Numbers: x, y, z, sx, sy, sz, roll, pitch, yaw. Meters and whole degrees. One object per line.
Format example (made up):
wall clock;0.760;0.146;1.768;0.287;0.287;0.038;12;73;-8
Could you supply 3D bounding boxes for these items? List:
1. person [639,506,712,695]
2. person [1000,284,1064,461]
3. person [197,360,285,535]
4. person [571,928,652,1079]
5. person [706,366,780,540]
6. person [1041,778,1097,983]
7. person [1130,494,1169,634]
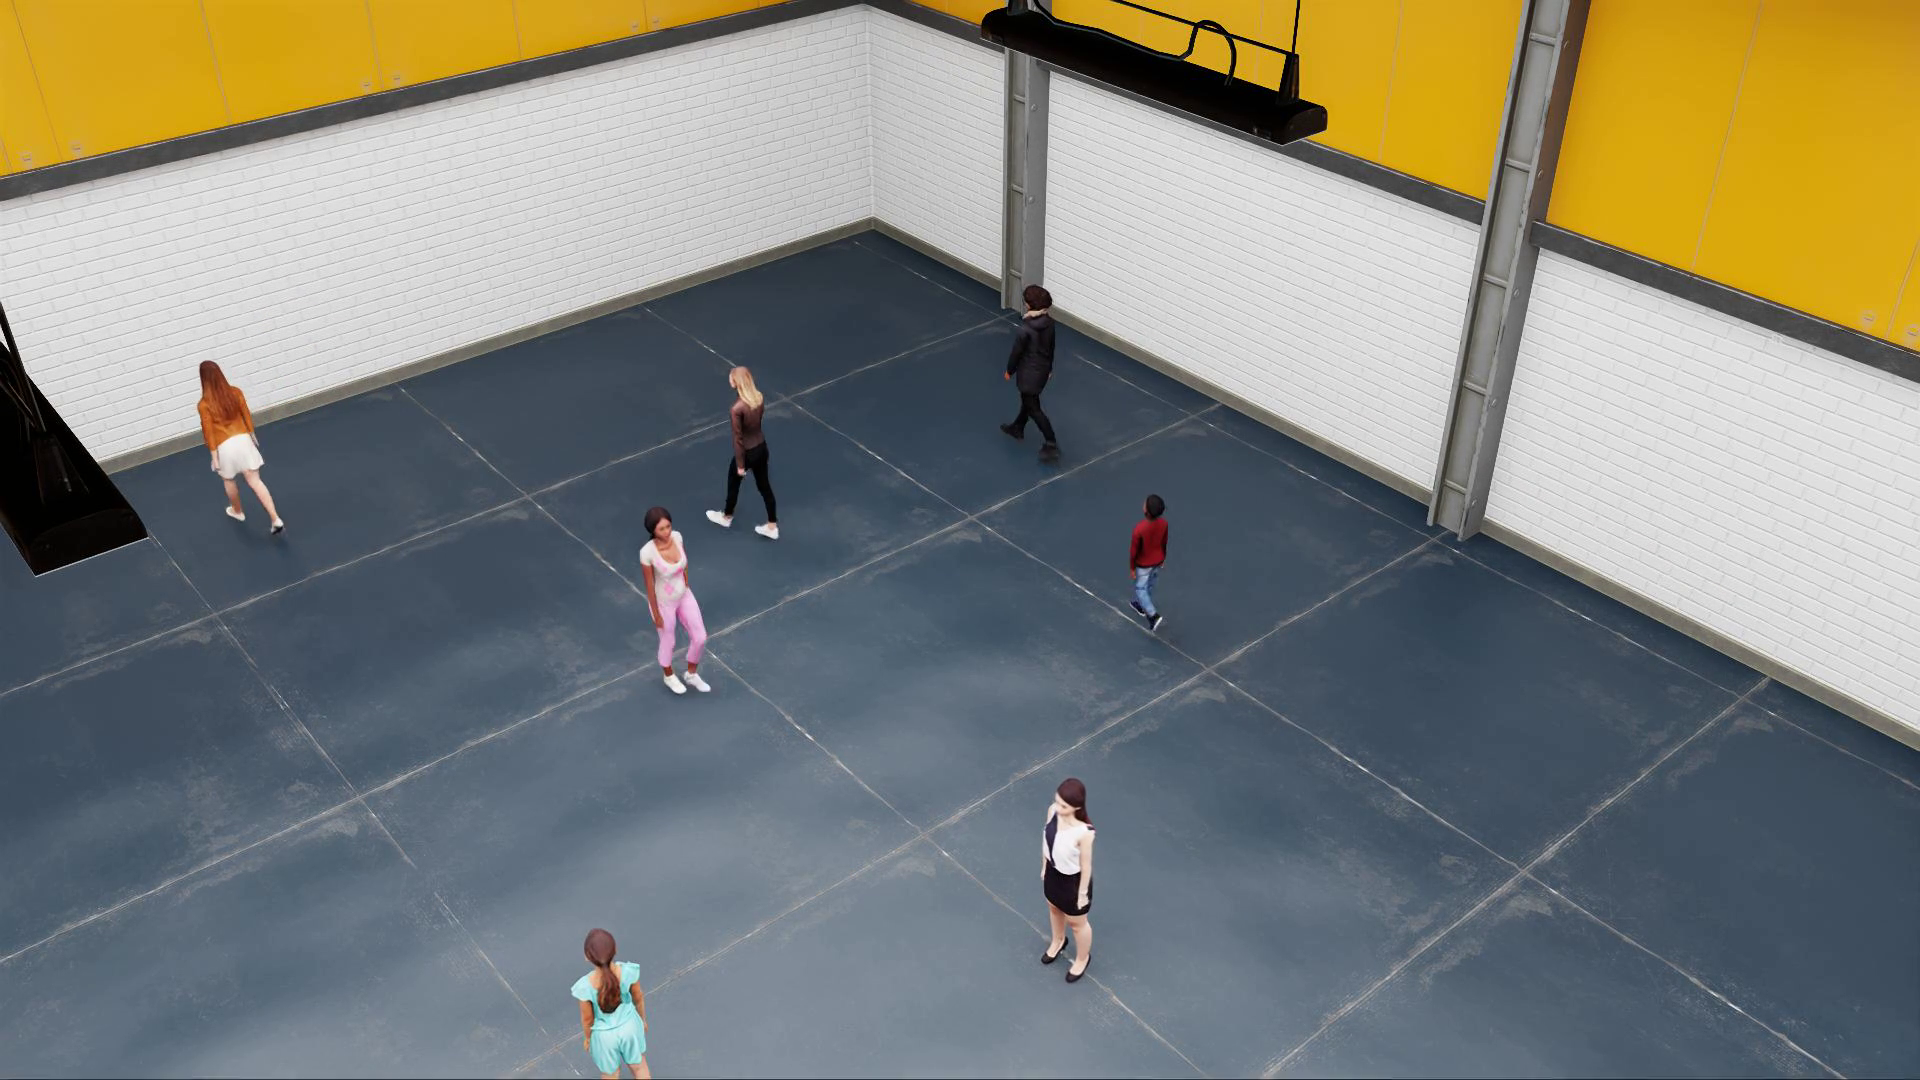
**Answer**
person;-2.311;0.462;12.950;0.703;1.723;0.650;25;41;33
person;0.753;-1.576;15.990;1.132;1.751;0.721;26;42;33
person;-6.448;-0.790;14.863;1.128;1.688;0.727;27;42;34
person;-1.984;2.809;9.566;0.600;1.559;0.614;-15;37;-21
person;-1.797;-0.735;14.795;1.044;1.674;0.838;18;38;25
person;0.685;2.137;10.498;0.598;1.647;0.450;-26;41;-33
person;1.589;0.190;13.792;0.588;1.242;0.809;-17;37;-24
